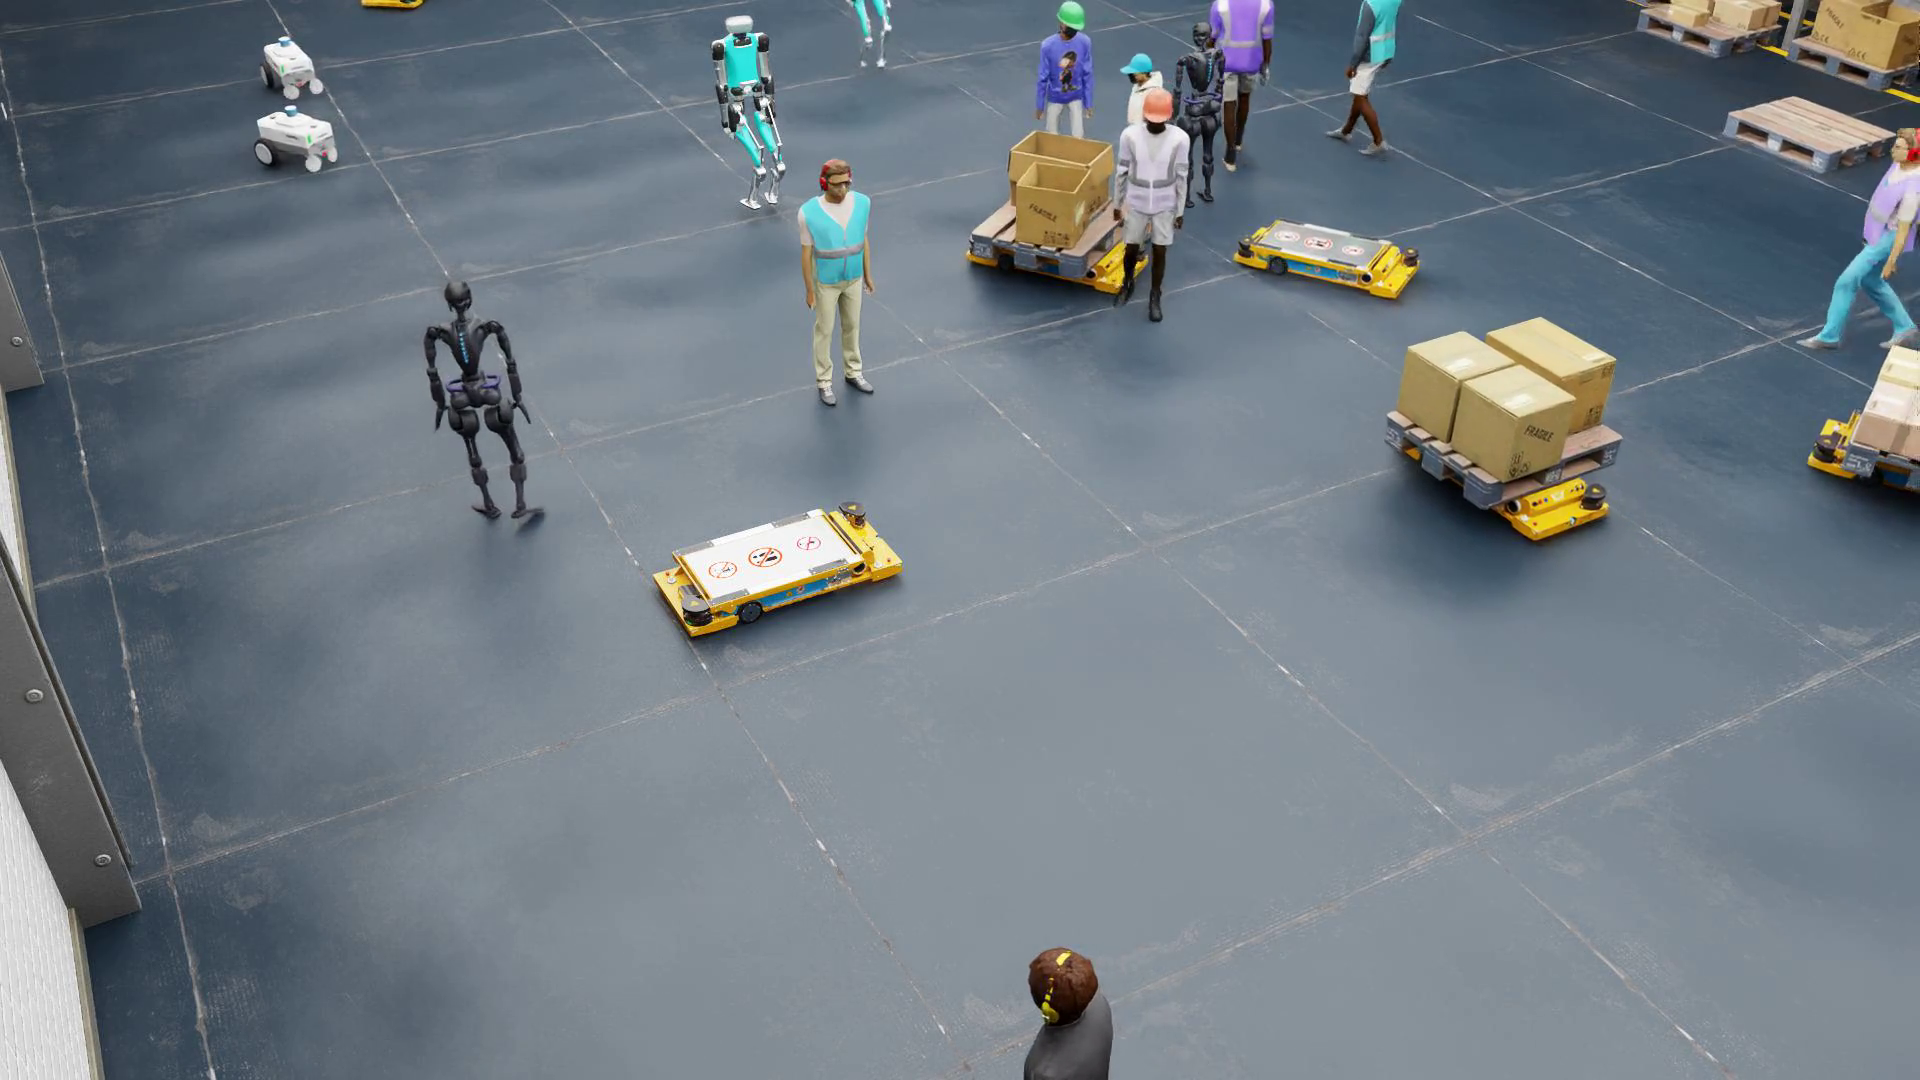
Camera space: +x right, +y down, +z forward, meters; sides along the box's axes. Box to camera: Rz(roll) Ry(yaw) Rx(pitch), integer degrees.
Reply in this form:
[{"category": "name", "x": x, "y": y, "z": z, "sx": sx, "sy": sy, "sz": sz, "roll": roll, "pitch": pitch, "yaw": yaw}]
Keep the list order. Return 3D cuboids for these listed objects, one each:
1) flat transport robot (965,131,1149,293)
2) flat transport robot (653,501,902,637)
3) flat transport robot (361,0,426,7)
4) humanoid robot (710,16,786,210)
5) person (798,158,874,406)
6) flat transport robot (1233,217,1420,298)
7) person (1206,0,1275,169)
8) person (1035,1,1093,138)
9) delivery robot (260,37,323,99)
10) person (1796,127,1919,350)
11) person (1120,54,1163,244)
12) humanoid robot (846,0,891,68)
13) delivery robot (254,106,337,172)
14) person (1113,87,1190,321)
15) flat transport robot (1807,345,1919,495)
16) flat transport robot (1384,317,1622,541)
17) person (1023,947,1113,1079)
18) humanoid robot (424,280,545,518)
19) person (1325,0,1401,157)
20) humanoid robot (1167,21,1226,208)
[{"category": "flat transport robot", "x": 0.831, "y": -2.455, "z": 14.221, "sx": 1.431, "sy": 0.231, "sz": 0.659, "roll": 17, "pitch": 38, "yaw": 22}, {"category": "flat transport robot", "x": -1.146, "y": 0.170, "z": 10.474, "sx": 1.431, "sy": 0.231, "sz": 0.659, "roll": -17, "pitch": 39, "yaw": -23}, {"category": "flat transport robot", "x": -6.806, "y": -6.874, "z": 20.530, "sx": 0.659, "sy": 0.231, "sz": 1.431, "roll": 3, "pitch": 35, "yaw": 4}, {"category": "humanoid robot", "x": -1.791, "y": -3.699, "z": 14.605, "sx": 0.533, "sy": 1.672, "sz": 0.735, "roll": -17, "pitch": 39, "yaw": -23}, {"category": "person", "x": -0.886, "y": -1.885, "z": 12.032, "sx": 0.566, "sy": 1.846, "sz": 0.390, "roll": -21, "pitch": 40, "yaw": -27}, {"category": "flat transport robot", "x": 3.123, "y": -2.414, "z": 14.162, "sx": 1.431, "sy": 0.231, "sz": 0.659, "roll": 18, "pitch": 39, "yaw": 24}, {"category": "person", "x": 2.604, "y": -4.571, "z": 15.786, "sx": 0.608, "sy": 1.933, "sz": 0.863, "roll": -2, "pitch": 35, "yaw": -3}, {"category": "person", "x": 0.939, "y": -3.941, "z": 14.978, "sx": 0.524, "sy": 1.851, "sz": 0.444, "roll": -5, "pitch": 35, "yaw": -7}, {"category": "delivery robot", "x": -7.104, "y": -5.033, "z": 17.646, "sx": 0.515, "sy": 0.587, "sz": 0.746, "roll": -20, "pitch": 40, "yaw": -26}, {"category": "person", "x": 7.047, "y": -2.241, "z": 12.575, "sx": 0.837, "sy": 1.811, "sz": 0.581, "roll": 12, "pitch": 37, "yaw": 16}, {"category": "person", "x": 1.574, "y": -3.375, "z": 14.334, "sx": 0.503, "sy": 1.646, "sz": 0.490, "roll": -9, "pitch": 36, "yaw": -13}, {"category": "humanoid robot", "x": -0.958, "y": -5.808, "z": 17.755, "sx": 0.565, "sy": 1.791, "sz": 0.823, "roll": -12, "pitch": 37, "yaw": -17}, {"category": "delivery robot", "x": -6.395, "y": -3.877, "z": 16.014, "sx": 0.780, "sy": 0.609, "sz": 0.522, "roll": 17, "pitch": 38, "yaw": 22}, {"category": "person", "x": 1.490, "y": -2.647, "z": 13.071, "sx": 0.558, "sy": 1.927, "sz": 0.490, "roll": 4, "pitch": 35, "yaw": 6}, {"category": "flat transport robot", "x": 6.671, "y": -0.505, "z": 11.436, "sx": 1.431, "sy": 0.231, "sz": 0.659, "roll": 21, "pitch": 40, "yaw": 27}, {"category": "flat transport robot", "x": 3.690, "y": -0.501, "z": 11.431, "sx": 0.659, "sy": 0.231, "sz": 1.431, "roll": -17, "pitch": 39, "yaw": -23}, {"category": "person", "x": 0.380, "y": 2.201, "z": 6.175, "sx": 0.335, "sy": 1.873, "sz": 0.502, "roll": 13, "pitch": 37, "yaw": 18}, {"category": "humanoid robot", "x": -3.107, "y": -0.862, "z": 10.726, "sx": 0.612, "sy": 1.644, "sz": 0.484, "roll": -6, "pitch": 35, "yaw": -8}, {"category": "person", "x": 3.935, "y": -4.665, "z": 15.948, "sx": 0.777, "sy": 1.919, "sz": 0.575, "roll": 27, "pitch": 43, "yaw": 33}, {"category": "humanoid robot", "x": 2.130, "y": -3.829, "z": 14.943, "sx": 0.599, "sy": 1.657, "sz": 0.315, "roll": -17, "pitch": 39, "yaw": -23}]
